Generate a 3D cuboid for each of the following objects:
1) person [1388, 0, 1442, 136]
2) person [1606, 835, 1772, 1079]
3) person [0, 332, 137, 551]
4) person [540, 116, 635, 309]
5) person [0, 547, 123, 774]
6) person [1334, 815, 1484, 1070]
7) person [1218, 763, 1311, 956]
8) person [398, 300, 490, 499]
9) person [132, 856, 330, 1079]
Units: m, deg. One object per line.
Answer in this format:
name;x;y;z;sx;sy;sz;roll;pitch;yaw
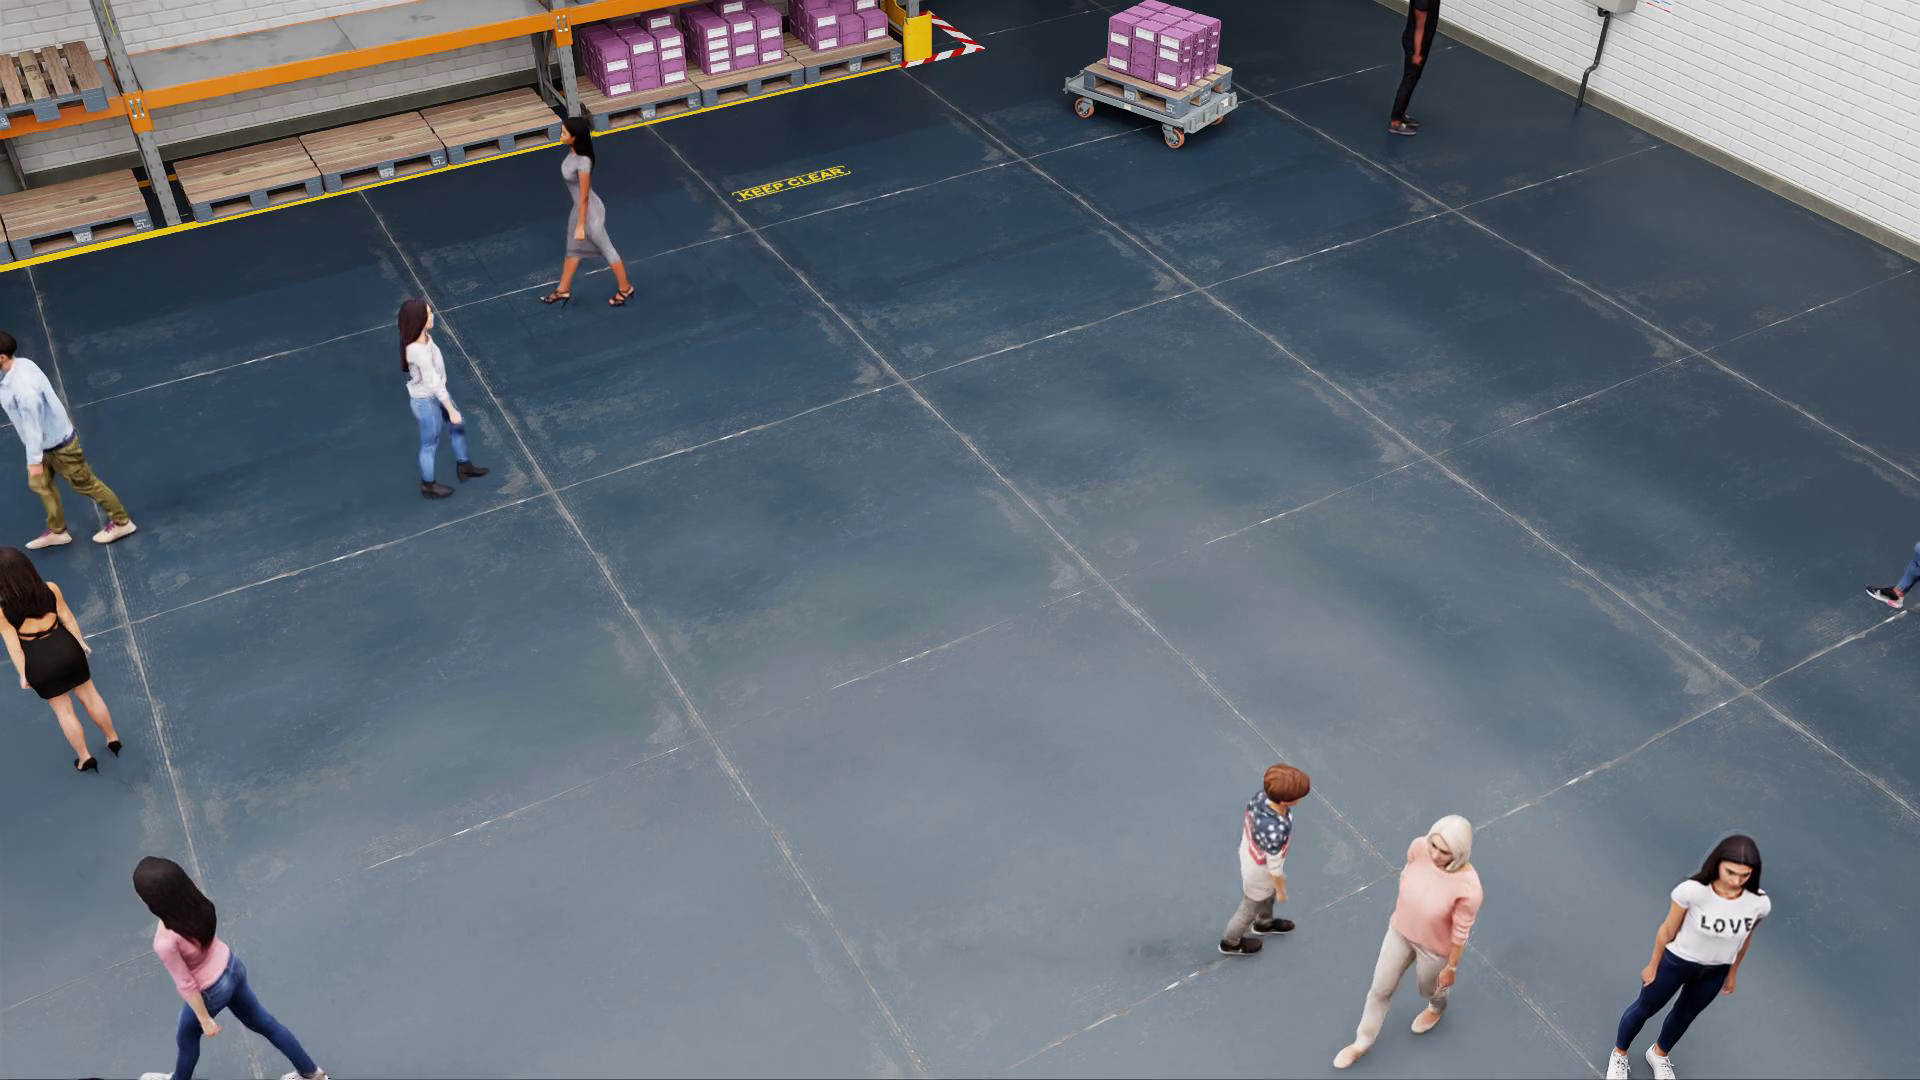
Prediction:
person;4.618;-5.004;16.819;0.809;1.816;0.703;17;42;20
person;3.517;2.050;8.020;0.635;1.774;0.730;3;39;4
person;-6.160;-0.694;11.455;0.953;1.774;0.724;-22;44;-26
person;-3.028;-2.723;14.014;1.055;1.752;0.706;-14;41;-17
person;-5.329;0.719;9.786;0.686;1.649;0.531;29;47;31
person;2.352;1.938;8.220;0.991;1.700;0.680;-25;45;-28
person;1.524;1.696;8.740;0.773;1.428;0.688;-2;39;-2
person;-3.895;-0.972;11.935;0.801;1.610;0.711;-10;40;-12
person;-3.499;2.139;7.969;1.205;1.698;0.999;1;39;1
